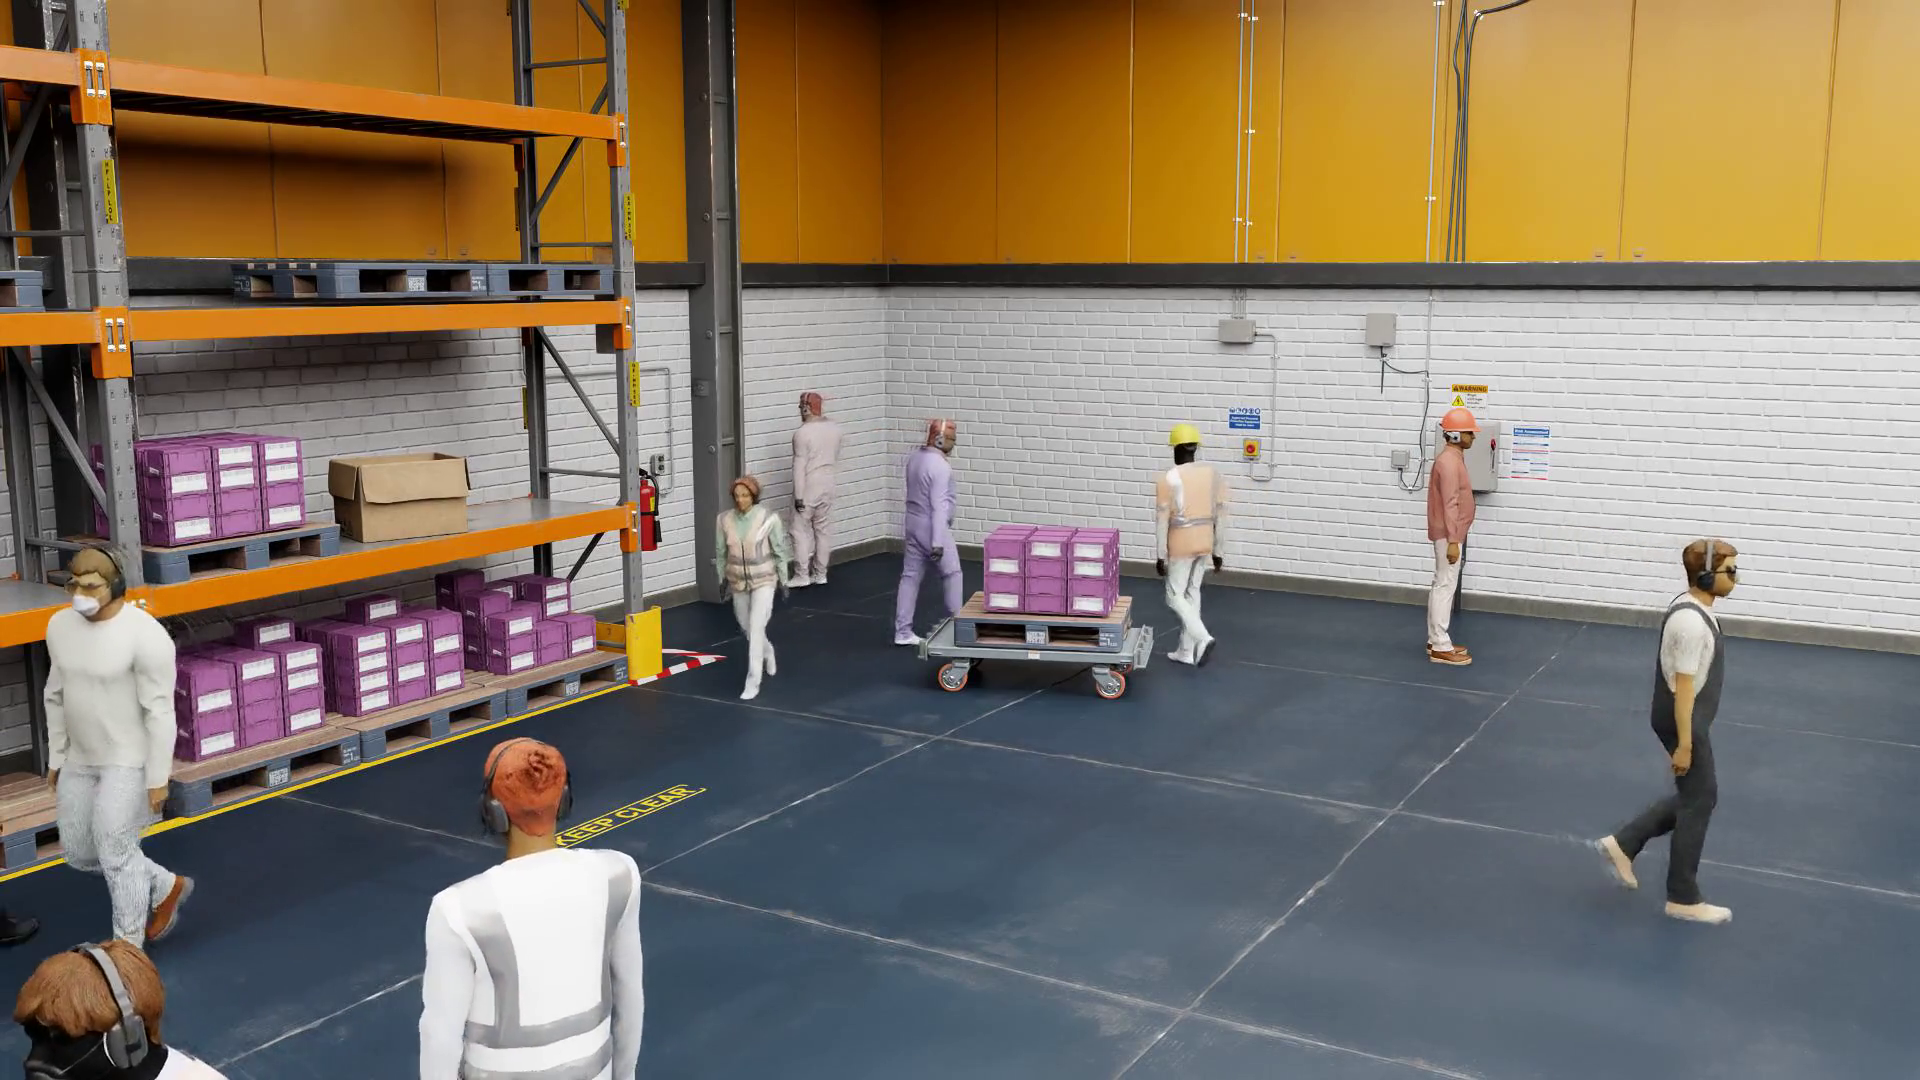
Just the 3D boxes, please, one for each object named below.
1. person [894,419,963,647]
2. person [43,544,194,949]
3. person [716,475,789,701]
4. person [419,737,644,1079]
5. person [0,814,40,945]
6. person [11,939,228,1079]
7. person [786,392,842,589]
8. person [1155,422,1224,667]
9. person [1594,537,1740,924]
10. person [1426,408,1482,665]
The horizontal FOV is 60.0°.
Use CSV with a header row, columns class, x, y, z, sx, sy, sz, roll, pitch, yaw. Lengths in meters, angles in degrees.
class,x,y,z,sx,sy,sz,roll,pitch,yaw
person,-0.161,-0.055,13.505,0.851,1.864,0.683,-6,11,-31
person,-3.573,0.944,7.112,0.642,1.917,0.559,4,10,22
person,-1.479,0.304,12.107,0.535,1.604,0.776,3,10,17
person,-1.086,1.420,4.260,0.583,1.882,0.400,-8,12,-42
person,-4.453,0.937,7.244,0.607,1.888,0.854,4,10,22
person,-1.528,1.624,3.163,0.643,1.826,0.489,5,10,28
person,-1.426,-0.477,16.056,0.436,1.904,0.660,7,11,37
person,1.783,0.057,12.692,0.603,1.900,0.634,-5,10,-27
person,3.357,0.879,7.799,0.531,1.829,0.531,4,10,23
person,3.839,-0.036,12.989,0.381,1.994,0.617,2,9,13
